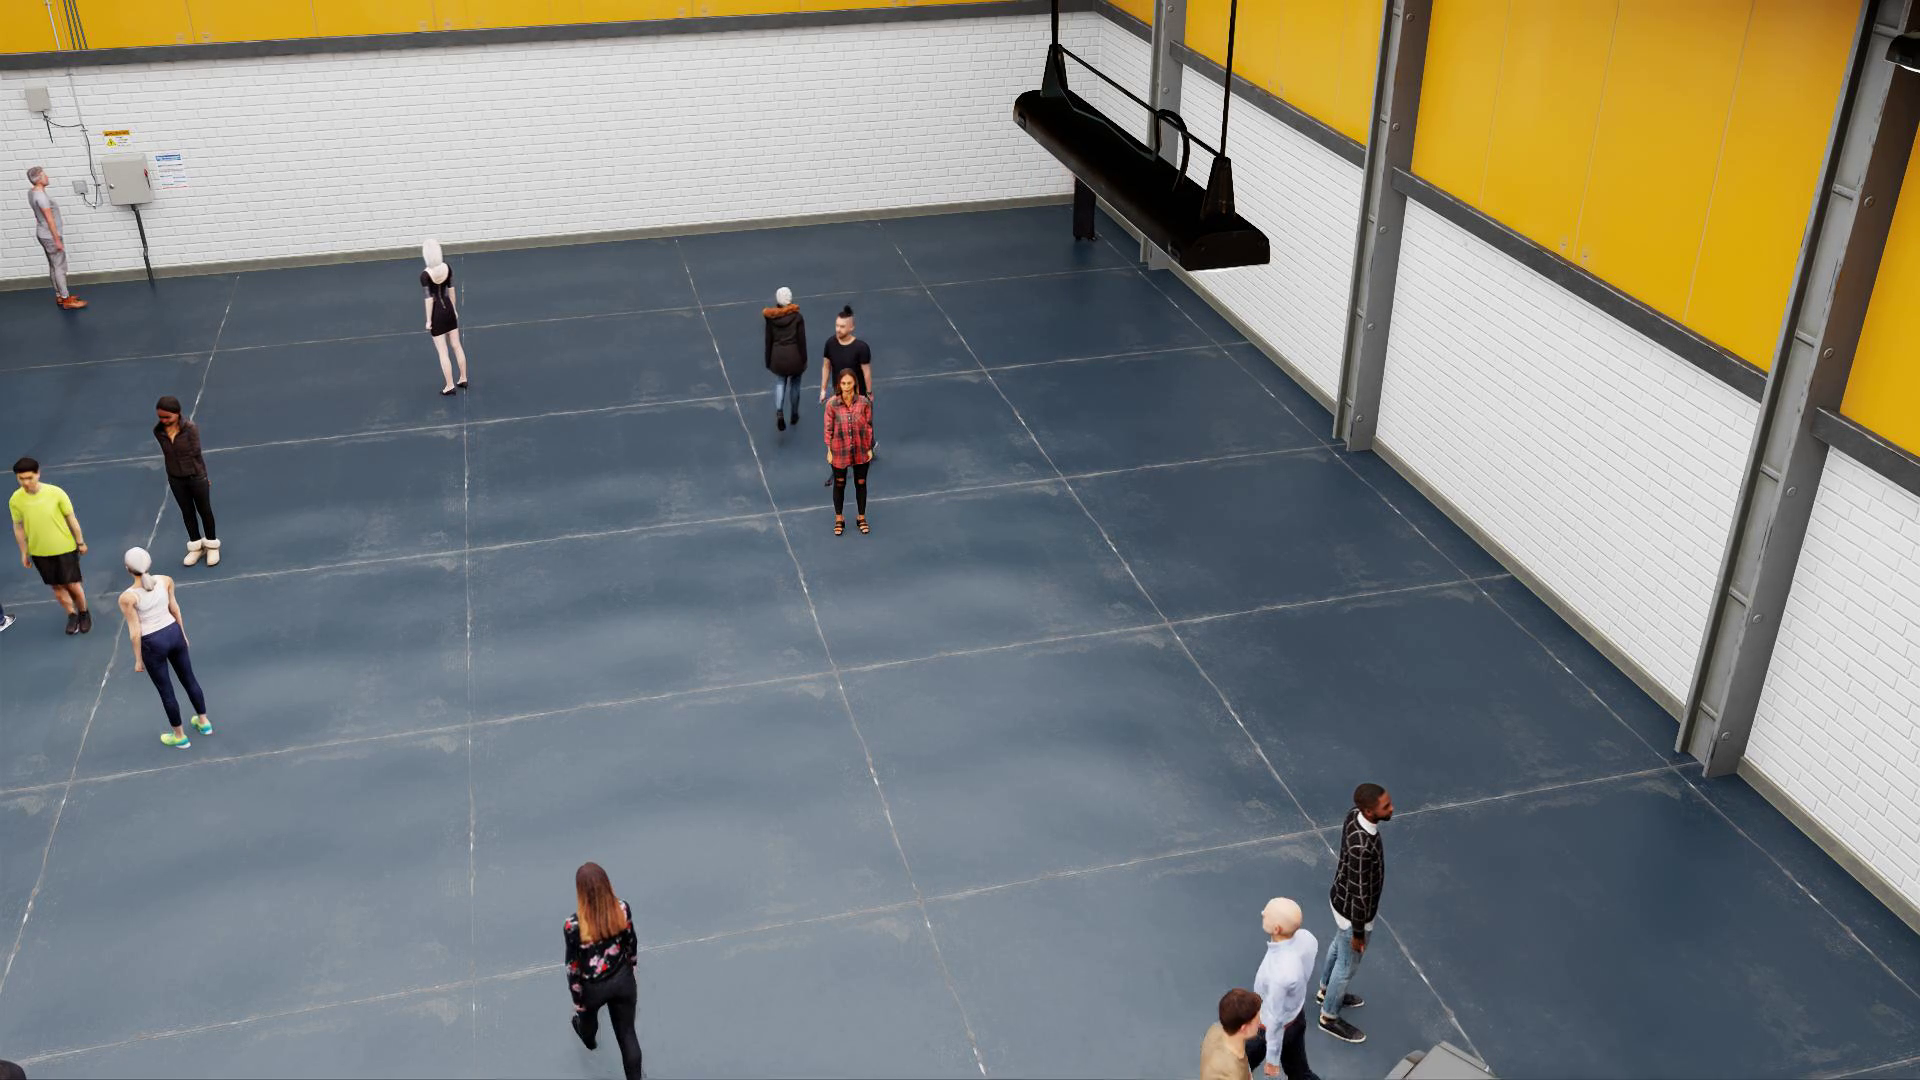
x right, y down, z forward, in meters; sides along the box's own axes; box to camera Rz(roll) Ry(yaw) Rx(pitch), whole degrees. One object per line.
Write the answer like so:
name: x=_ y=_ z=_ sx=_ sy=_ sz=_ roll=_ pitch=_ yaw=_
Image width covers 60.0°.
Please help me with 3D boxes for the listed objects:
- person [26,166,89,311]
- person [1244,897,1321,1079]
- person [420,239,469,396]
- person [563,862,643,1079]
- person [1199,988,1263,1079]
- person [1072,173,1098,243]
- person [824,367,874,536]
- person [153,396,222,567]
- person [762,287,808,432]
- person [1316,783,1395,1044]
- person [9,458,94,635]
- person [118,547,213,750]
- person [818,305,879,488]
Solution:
person: x=-11.655 y=-3.879 z=21.303 sx=0.826 sy=1.830 sz=0.671 roll=-22 pitch=36 yaw=-35
person: x=1.841 y=2.751 z=9.223 sx=1.281 sy=1.760 sz=1.198 roll=17 pitch=33 yaw=28
person: x=-5.864 y=-2.527 z=18.824 sx=0.706 sy=1.830 sz=0.657 roll=17 pitch=33 yaw=28
person: x=-2.017 y=2.613 z=9.595 sx=0.780 sy=1.645 sz=1.090 roll=-16 pitch=32 yaw=-26
person: x=1.239 y=3.066 z=8.600 sx=0.936 sy=1.803 sz=1.212 roll=2 pitch=29 yaw=4
person: x=1.778 y=-5.043 z=23.673 sx=0.655 sy=1.604 sz=0.709 roll=15 pitch=32 yaw=25
person: x=-1.050 y=-0.852 z=15.886 sx=0.638 sy=1.703 sz=0.578 roll=-4 pitch=29 yaw=-8
person: x=-7.172 y=-0.590 z=15.450 sx=0.657 sy=1.661 sz=0.606 roll=-7 pitch=29 yaw=-13
person: x=-1.878 y=-1.932 z=17.954 sx=0.790 sy=1.619 sz=0.984 roll=2 pitch=29 yaw=4
person: x=2.392 y=2.220 z=10.133 sx=0.807 sy=1.820 sz=0.655 roll=5 pitch=29 yaw=10
person: x=-7.799 y=0.011 z=14.315 sx=0.635 sy=1.693 sz=0.609 roll=-6 pitch=29 yaw=-11
person: x=-6.147 y=0.821 z=12.821 sx=0.731 sy=1.701 sz=0.682 roll=17 pitch=33 yaw=28
person: x=-1.099 y=-1.525 z=16.992 sx=1.205 sy=1.825 sz=1.215 roll=18 pitch=34 yaw=30
